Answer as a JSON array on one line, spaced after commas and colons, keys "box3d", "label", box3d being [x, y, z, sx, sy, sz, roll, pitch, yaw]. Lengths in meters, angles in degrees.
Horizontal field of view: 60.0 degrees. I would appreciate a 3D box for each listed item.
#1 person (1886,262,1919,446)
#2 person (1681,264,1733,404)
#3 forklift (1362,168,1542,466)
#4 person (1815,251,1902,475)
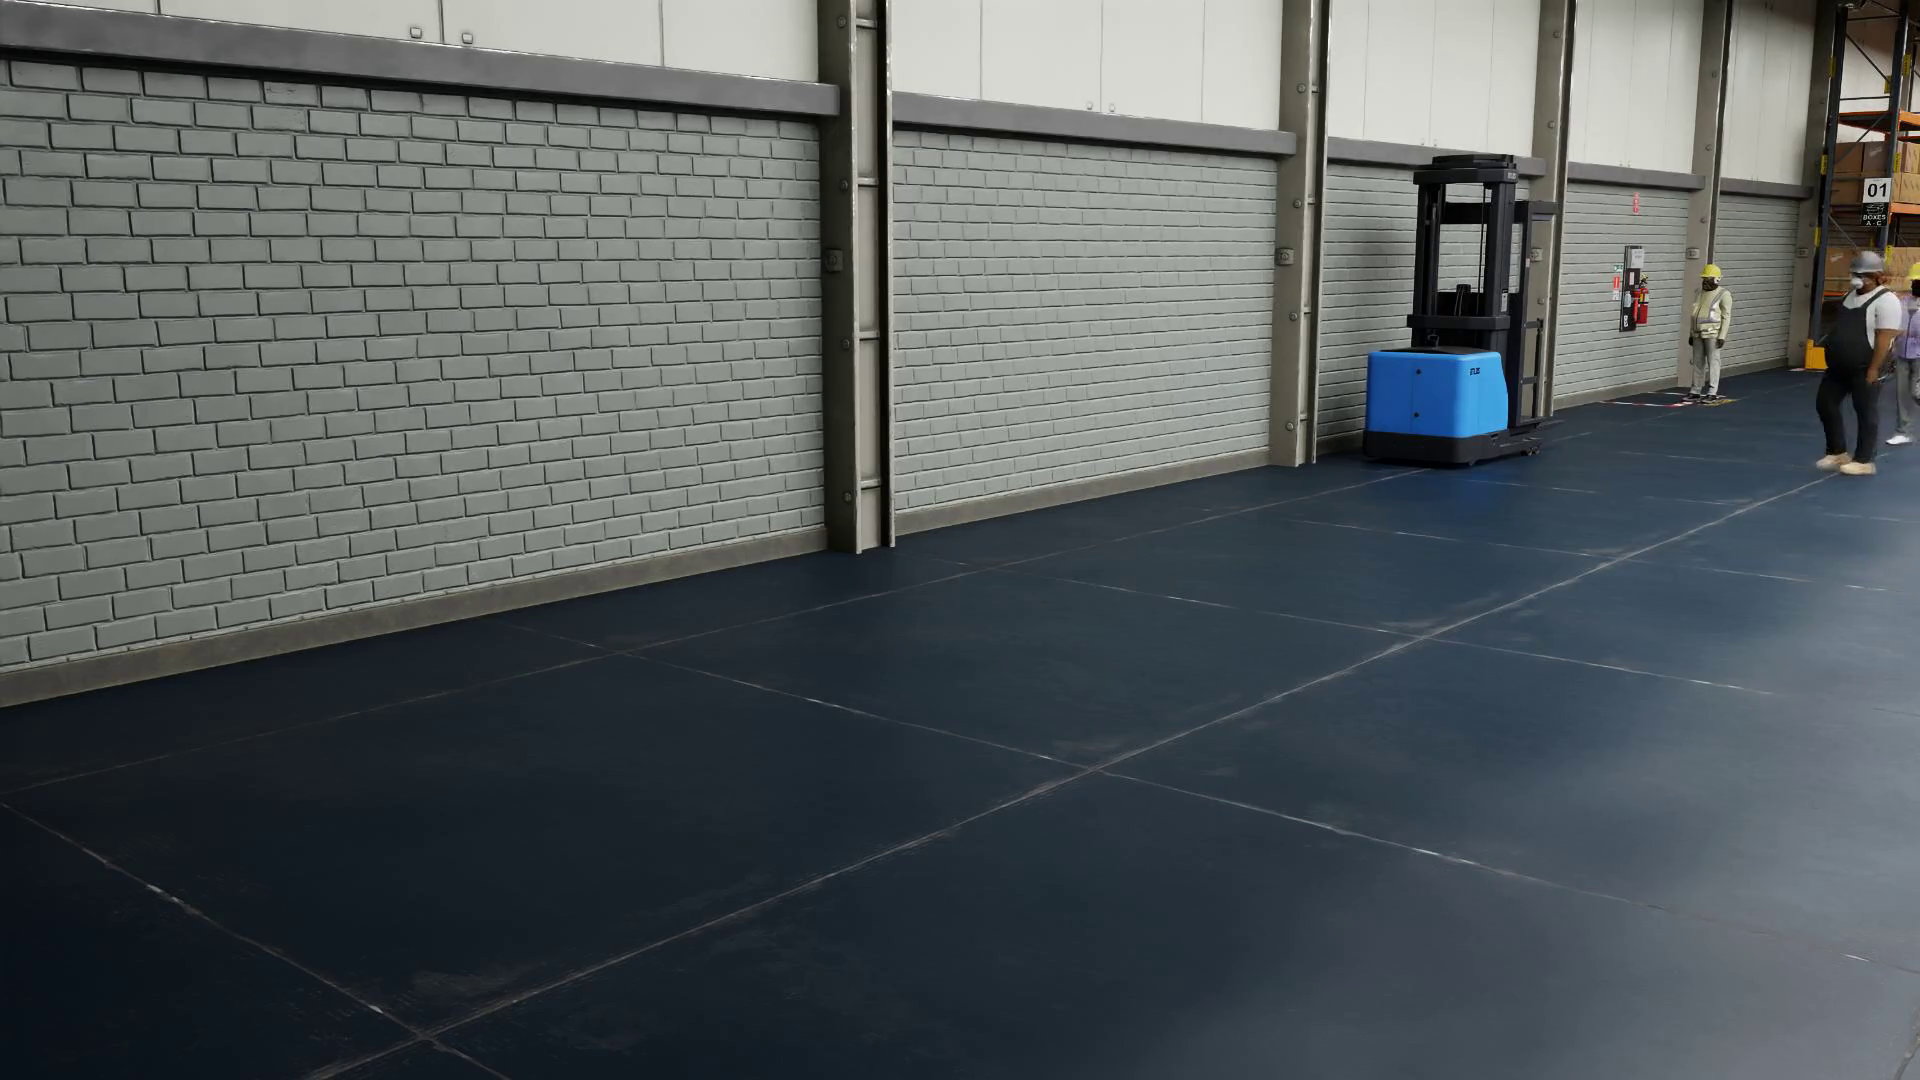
[{"box3d": [10.067, -1.953, 17.450, 0.559, 1.911, 0.593, -4, 11, -22], "label": "person"}, {"box3d": [9.974, -2.752, 22.216, 0.403, 1.835, 0.586, -4, 11, -23], "label": "person"}, {"box3d": [4.875, -2.212, 16.287, 1.129, 2.768, 1.873, 8, 13, 40], "label": "forklift"}, {"box3d": [8.128, -1.588, 15.124, 0.579, 2.000, 0.699, -2, 10, -11], "label": "person"}]
